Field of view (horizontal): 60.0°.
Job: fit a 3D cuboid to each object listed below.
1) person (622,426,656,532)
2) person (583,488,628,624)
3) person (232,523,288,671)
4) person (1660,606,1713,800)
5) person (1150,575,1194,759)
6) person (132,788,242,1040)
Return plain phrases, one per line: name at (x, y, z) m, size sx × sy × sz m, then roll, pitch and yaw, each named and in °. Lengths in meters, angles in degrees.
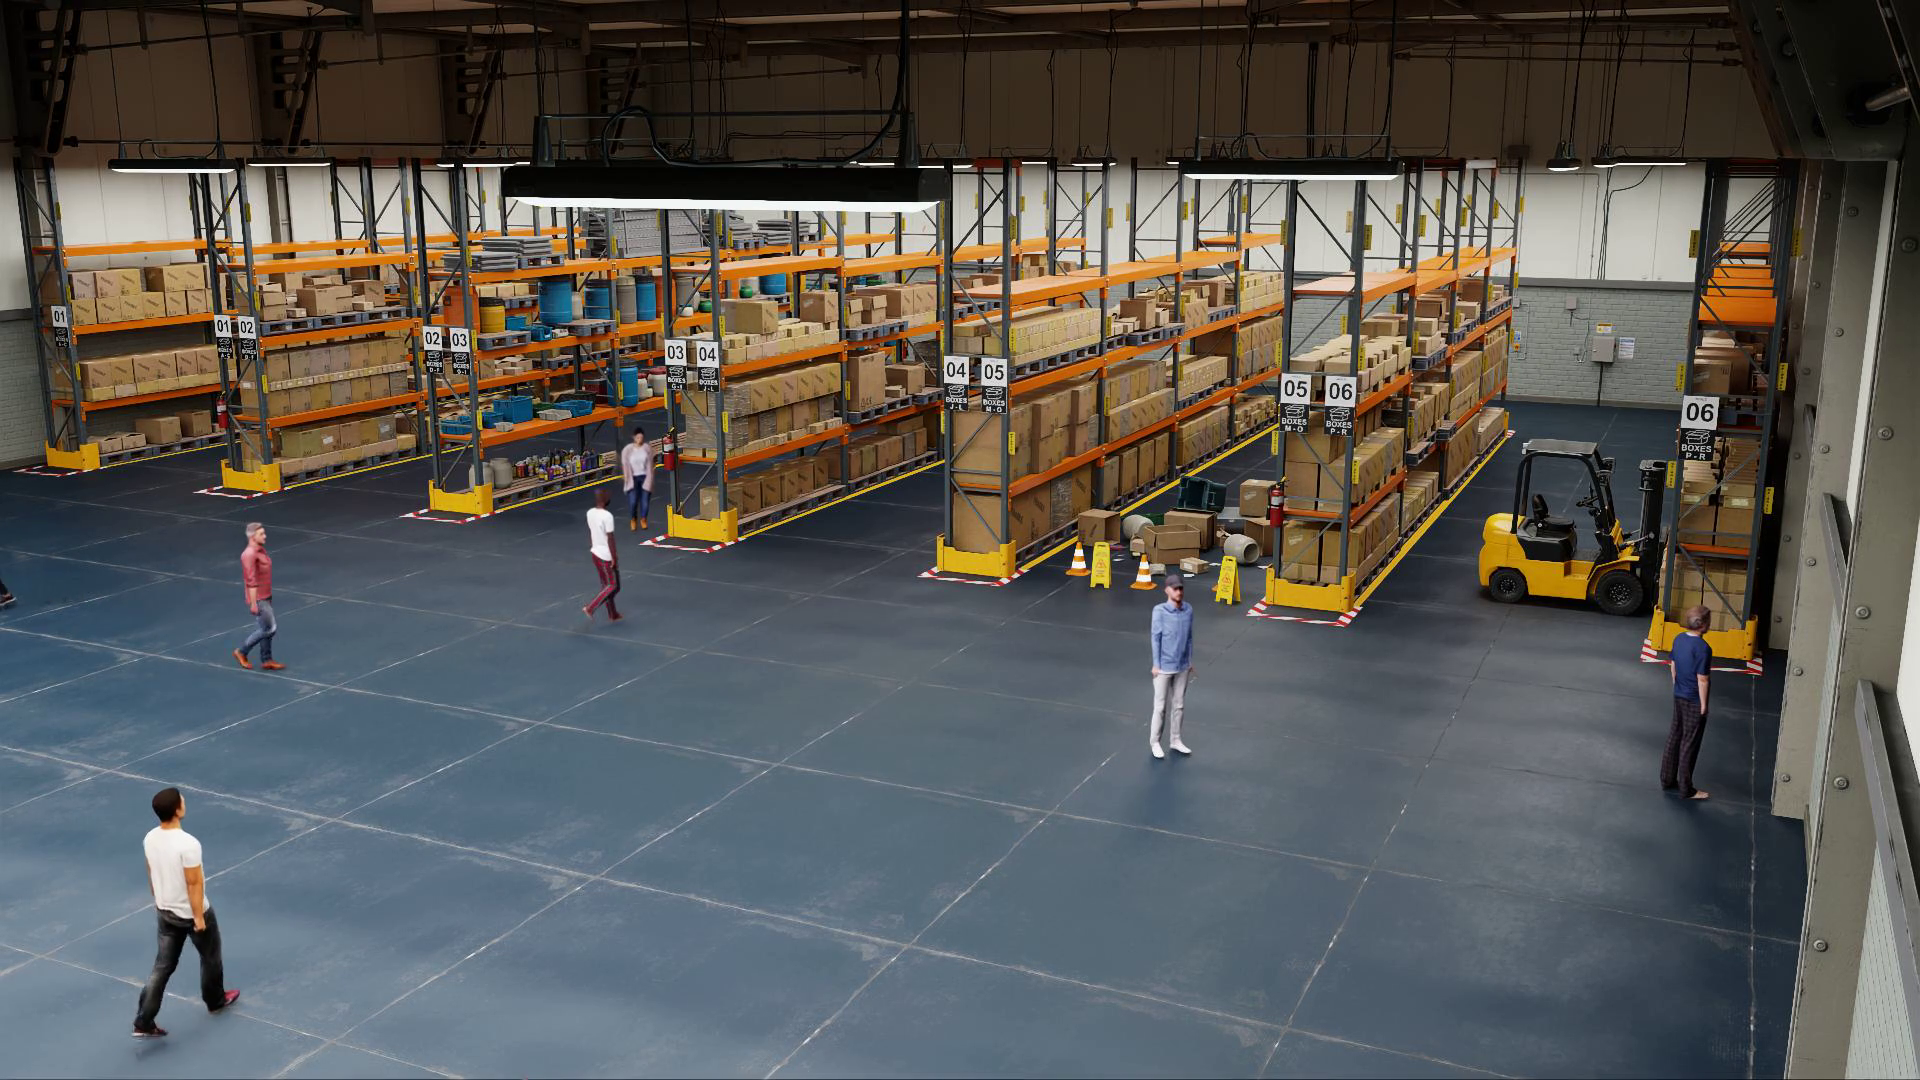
person at (-5.284, -1.030, 27.383) m, size 0.838 × 1.727 × 0.897 m, roll -5°, pitch 14°, yaw -19°
person at (-4.702, 0.230, 21.737) m, size 0.865 × 1.819 × 1.051 m, roll 12°, pitch 18°, yaw 43°
person at (-8.412, 0.690, 19.759) m, size 0.967 × 1.816 × 0.917 m, roll -2°, pitch 13°, yaw -10°
person at (7.010, 1.538, 15.978) m, size 0.798 × 1.870 × 0.695 m, roll -2°, pitch 13°, yaw -10°
person at (2.174, 1.272, 17.087) m, size 0.736 × 1.888 × 0.801 m, roll -5°, pitch 14°, yaw -21°
person at (-5.484, 2.616, 11.545) m, size 0.725 × 1.771 × 1.136 m, roll 4°, pitch 14°, yaw 18°
